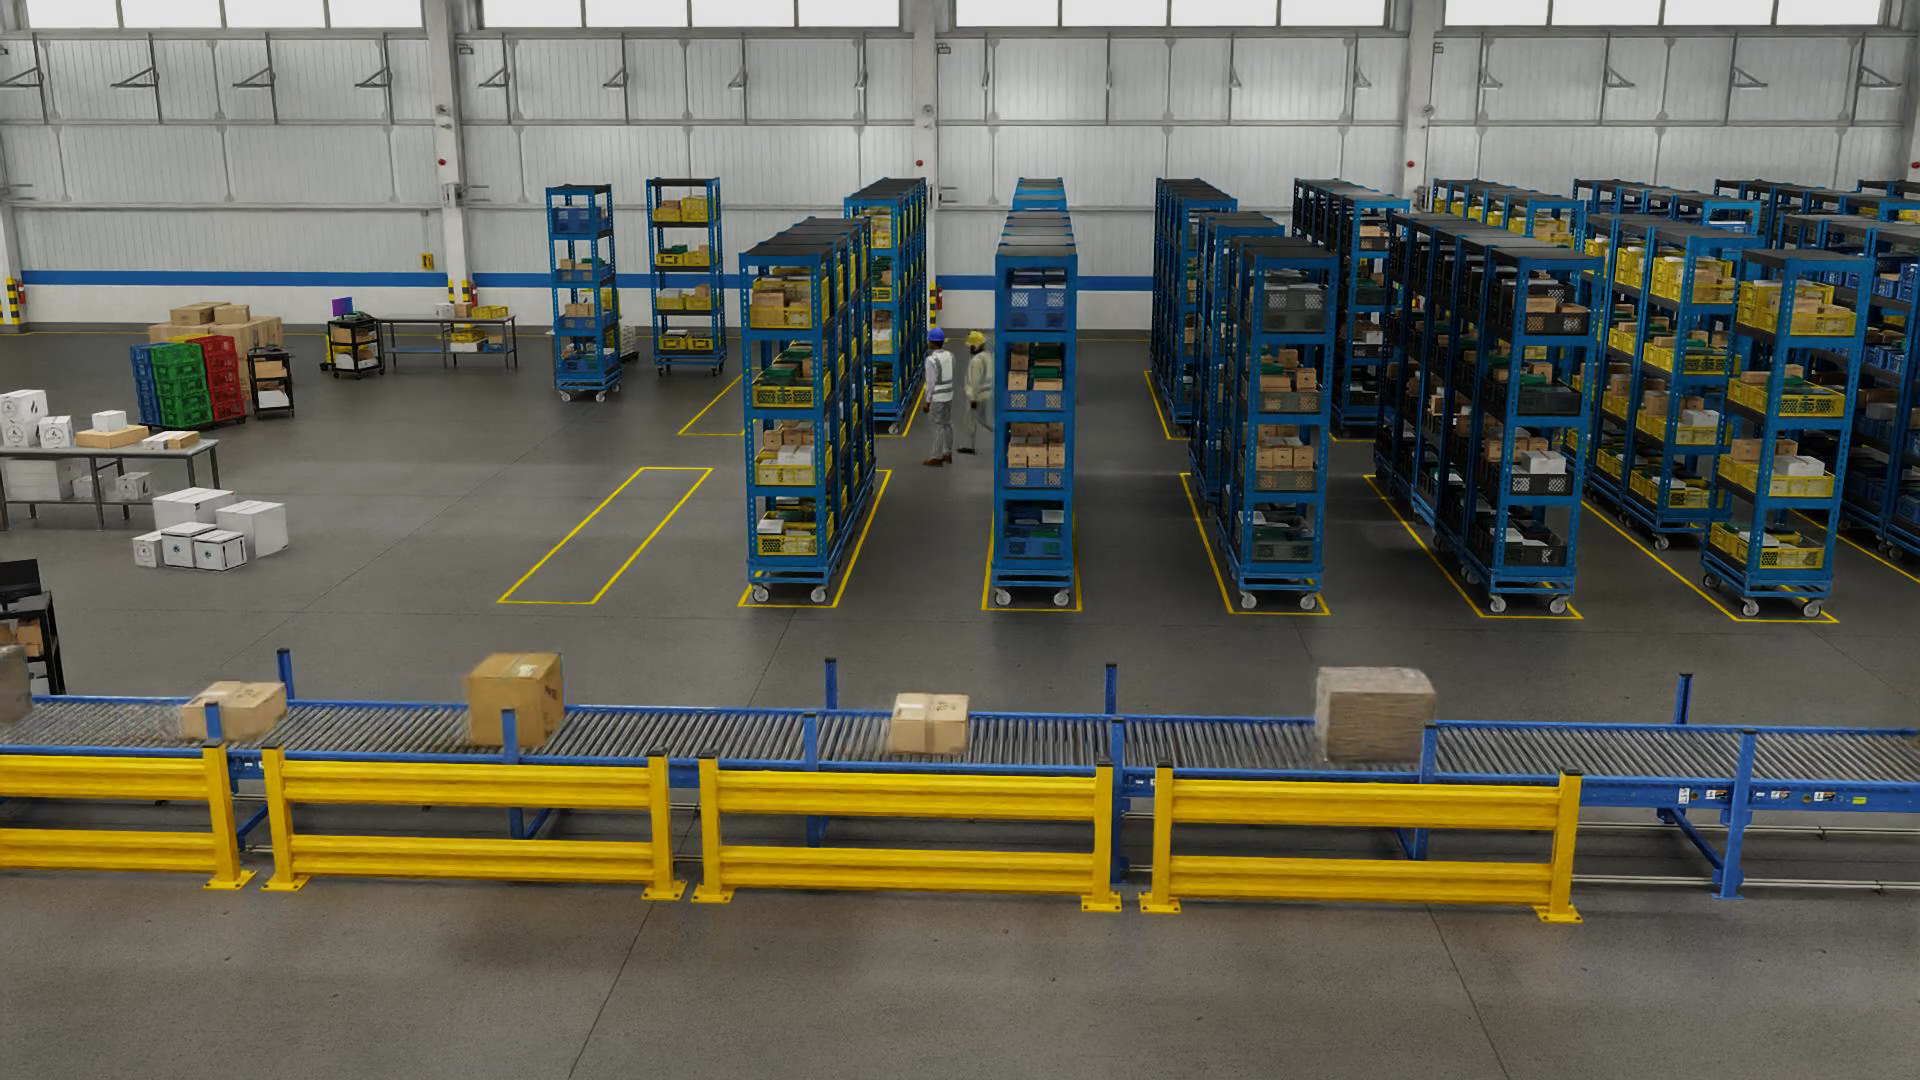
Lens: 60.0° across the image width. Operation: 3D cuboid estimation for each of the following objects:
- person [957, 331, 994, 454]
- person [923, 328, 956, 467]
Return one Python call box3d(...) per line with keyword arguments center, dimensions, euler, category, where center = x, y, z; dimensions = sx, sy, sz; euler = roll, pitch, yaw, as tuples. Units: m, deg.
box3d(center=(0.324, -2.104, 23.946), dimensions=(0.678, 1.803, 0.603), euler=(5, 16, 17), category="person")
box3d(center=(-0.302, -1.993, 23.245), dimensions=(0.389, 1.949, 0.604), euler=(10, 18, 32), category="person")
